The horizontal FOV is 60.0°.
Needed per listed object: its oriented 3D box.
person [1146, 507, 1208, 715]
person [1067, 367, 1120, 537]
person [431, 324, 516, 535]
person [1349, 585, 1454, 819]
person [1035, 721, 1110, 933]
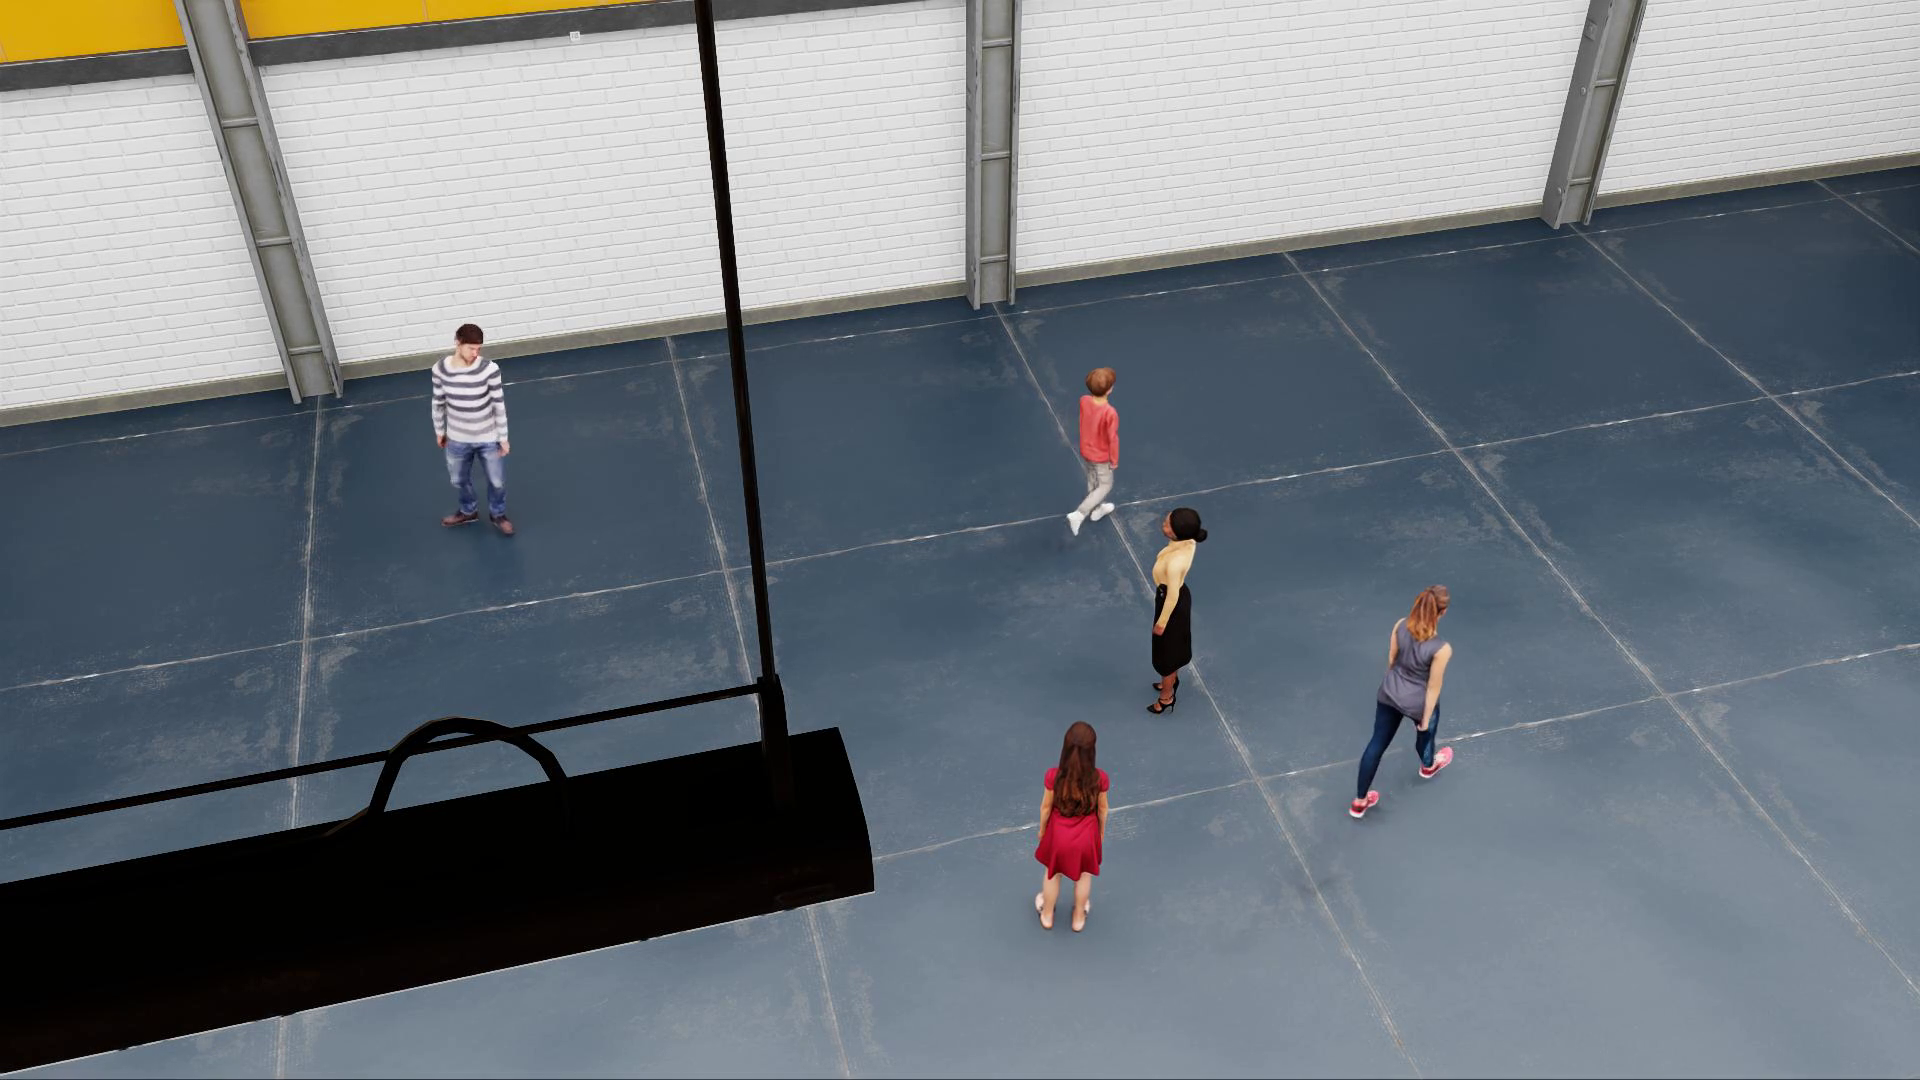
[{"bbox_3d":[1.376,0.452,10.798,0.689,1.653,0.656,12,40,14],"label":"person"},{"bbox_3d":[0.987,-0.643,12.368,0.885,1.405,0.743,-32,48,-33],"label":"person"},{"bbox_3d":[-3.599,-0.791,12.224,0.621,1.816,0.941,7,39,8],"label":"person"},{"bbox_3d":[2.647,1.030,10.048,1.138,1.686,0.911,-31,48,-33],"label":"person"},{"bbox_3d":[0.630,1.641,9.391,0.601,1.551,0.671,-1,39,-2],"label":"person"}]
